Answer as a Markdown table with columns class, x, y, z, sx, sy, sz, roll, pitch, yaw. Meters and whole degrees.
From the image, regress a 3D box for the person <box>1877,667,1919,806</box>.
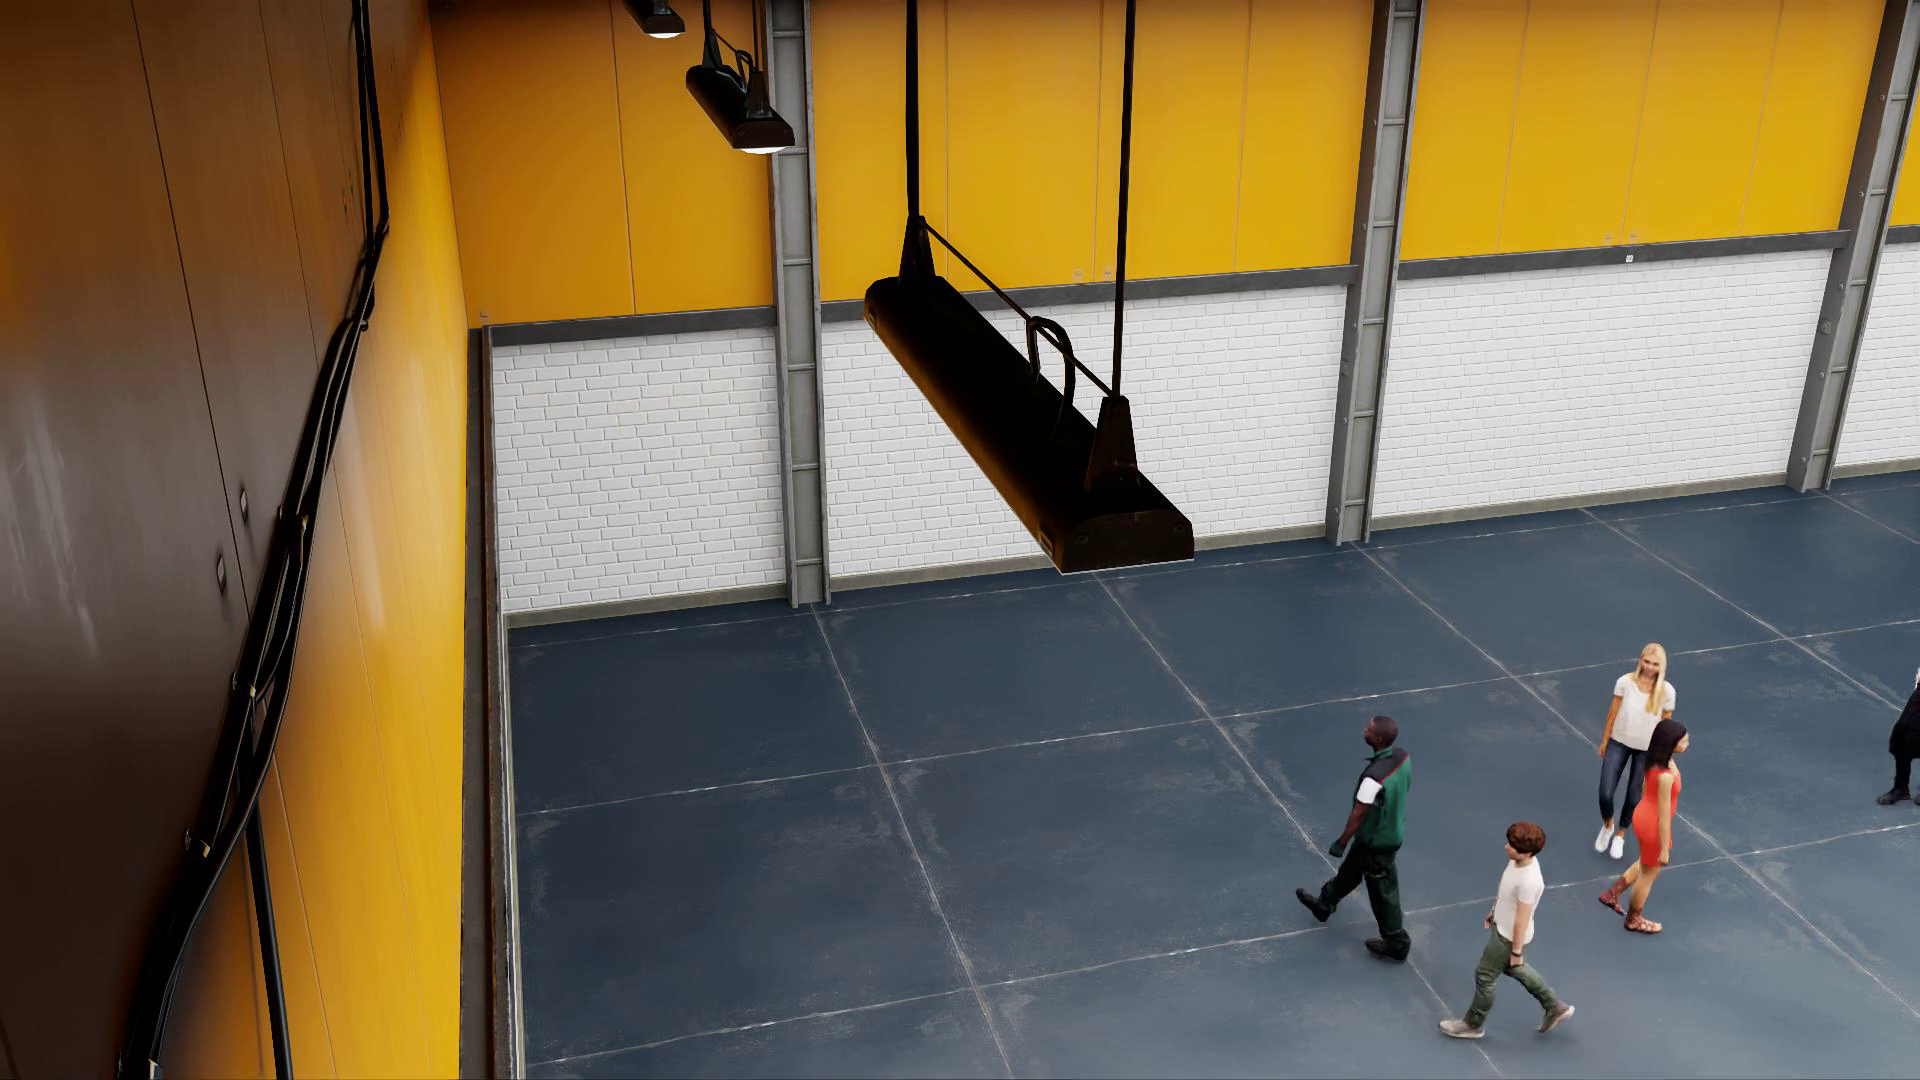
| class | x | y | z | sx | sy | sz | roll | pitch | yaw |
| --- | --- | --- | --- | --- | --- | --- | --- | --- | --- |
| person | 7.796 | 1.272 | 13.105 | 0.916 | 1.816 | 0.809 | -14 | 27 | -28 |

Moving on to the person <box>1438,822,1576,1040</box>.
| class | x | y | z | sx | sy | sz | roll | pitch | yaw |
| --- | --- | --- | --- | --- | --- | --- | --- | --- | --- |
| person | 3.564 | 2.493 | 10.538 | 1.128 | 1.634 | 0.878 | 4 | 24 | 10 |

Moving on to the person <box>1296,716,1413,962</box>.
| class | x | y | z | sx | sy | sz | roll | pitch | yaw |
| --- | --- | --- | --- | --- | --- | --- | --- | --- | --- |
| person | 2.912 | 2.072 | 11.303 | 1.192 | 1.793 | 1.184 | 16 | 28 | 32 |

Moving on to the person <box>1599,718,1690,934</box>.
| class | x | y | z | sx | sy | sz | roll | pitch | yaw |
| --- | --- | --- | --- | --- | --- | --- | --- | --- | --- |
| person | 4.738 | 1.999 | 11.580 | 0.794 | 1.706 | 0.732 | 4 | 24 | 8 |

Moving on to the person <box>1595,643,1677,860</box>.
| class | x | y | z | sx | sy | sz | roll | pitch | yaw |
| --- | --- | --- | --- | --- | --- | --- | --- | --- | --- |
| person | 5.069 | 1.544 | 12.505 | 0.724 | 1.799 | 0.791 | 12 | 26 | 26 |
